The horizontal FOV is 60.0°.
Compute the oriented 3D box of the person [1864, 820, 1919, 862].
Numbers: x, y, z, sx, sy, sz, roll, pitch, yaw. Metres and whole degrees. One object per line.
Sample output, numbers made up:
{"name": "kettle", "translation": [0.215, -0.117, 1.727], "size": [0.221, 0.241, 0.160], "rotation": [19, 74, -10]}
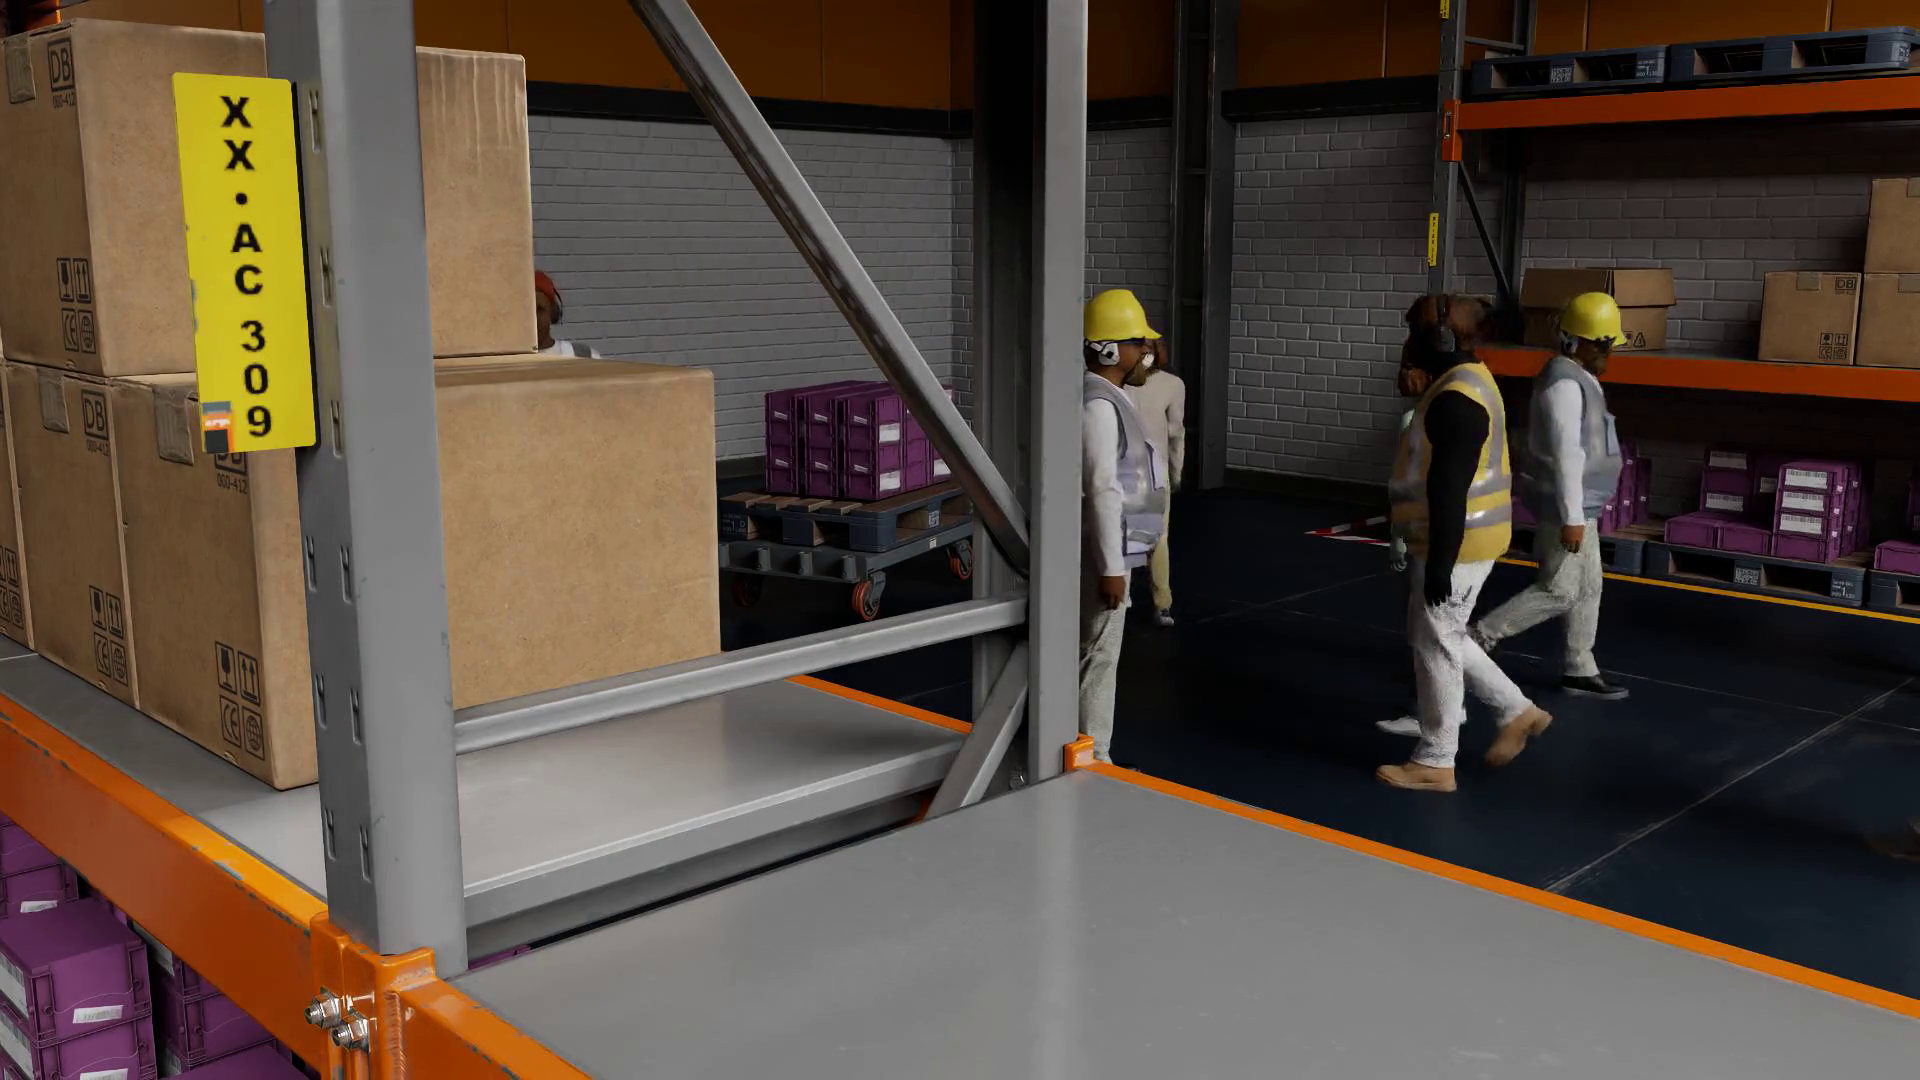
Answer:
{"name": "person", "translation": [3.205, 0.144, 4.999], "size": [0.454, 1.959, 0.895], "rotation": [-3, 11, -14]}

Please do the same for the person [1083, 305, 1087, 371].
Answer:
{"name": "person", "translation": [0.697, -0.959, 11.141], "size": [0.407, 1.908, 0.642], "rotation": [-7, 13, -35]}

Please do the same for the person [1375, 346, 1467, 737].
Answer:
{"name": "person", "translation": [1.906, -0.015, 6.769], "size": [0.288, 1.626, 0.497], "rotation": [10, 14, 43]}

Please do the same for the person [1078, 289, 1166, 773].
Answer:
{"name": "person", "translation": [0.528, 0.032, 5.933], "size": [0.404, 1.835, 0.587], "rotation": [0, 10, 1]}

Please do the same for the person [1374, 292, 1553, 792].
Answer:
{"name": "person", "translation": [1.823, 0.021, 6.022], "size": [0.545, 1.824, 0.648], "rotation": [3, 11, 17]}

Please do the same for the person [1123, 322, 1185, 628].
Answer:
{"name": "person", "translation": [0.944, -0.360, 8.758], "size": [0.485, 1.579, 0.893], "rotation": [0, 10, -1]}

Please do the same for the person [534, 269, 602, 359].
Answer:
{"name": "person", "translation": [-1.758, -0.183, 6.974], "size": [0.583, 1.882, 0.338], "rotation": [-2, 11, -13]}

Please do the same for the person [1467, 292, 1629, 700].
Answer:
{"name": "person", "translation": [2.528, -0.175, 7.170], "size": [0.691, 1.795, 0.620], "rotation": [5, 11, 25]}
